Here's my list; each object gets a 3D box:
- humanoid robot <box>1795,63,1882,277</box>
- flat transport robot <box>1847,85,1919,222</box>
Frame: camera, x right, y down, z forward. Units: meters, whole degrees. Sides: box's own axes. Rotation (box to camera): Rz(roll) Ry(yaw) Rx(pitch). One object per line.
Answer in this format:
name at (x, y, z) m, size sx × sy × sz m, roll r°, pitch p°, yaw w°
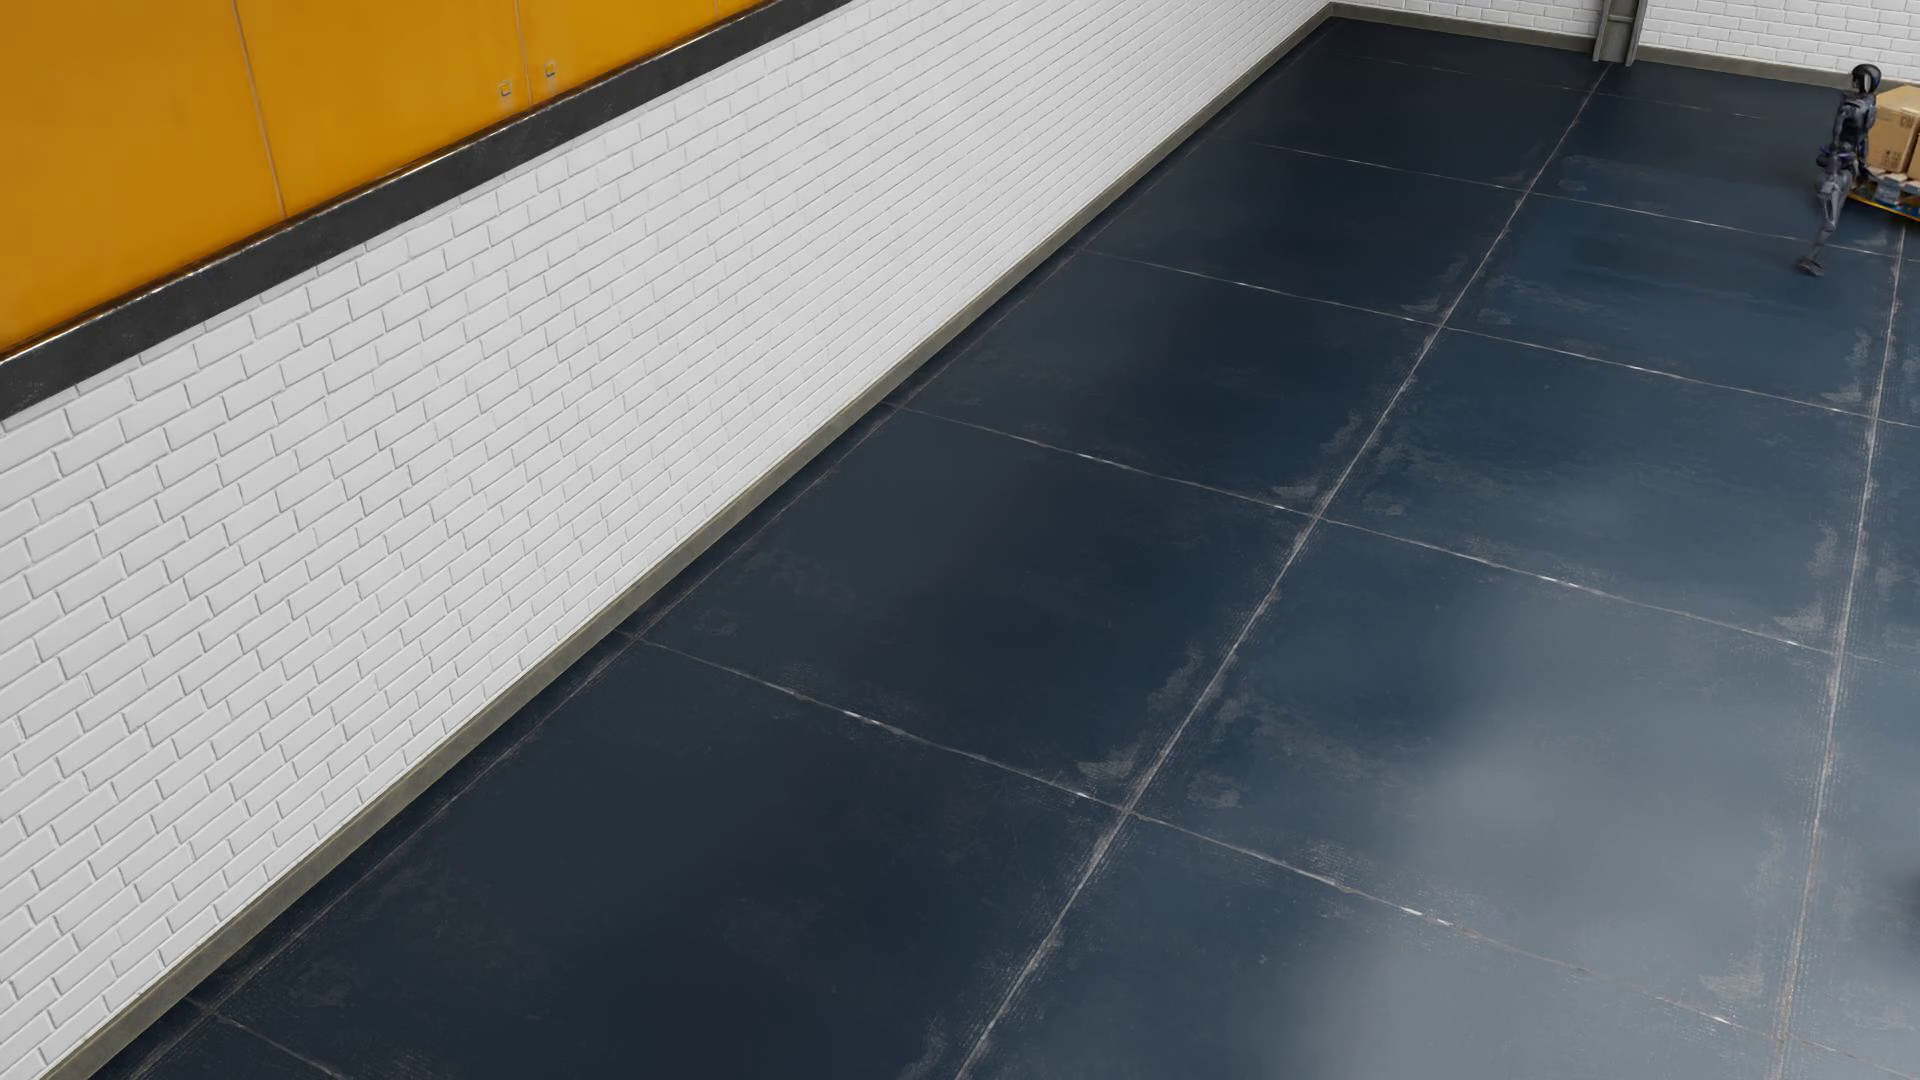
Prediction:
humanoid robot at (6.940, -2.897, 13.022) m, size 0.599 × 1.656 × 0.398 m, roll -24°, pitch 41°, yaw -32°
flat transport robot at (8.276, -2.954, 14.372) m, size 0.659 × 0.231 × 1.431 m, roll -21°, pitch 39°, yaw -28°
